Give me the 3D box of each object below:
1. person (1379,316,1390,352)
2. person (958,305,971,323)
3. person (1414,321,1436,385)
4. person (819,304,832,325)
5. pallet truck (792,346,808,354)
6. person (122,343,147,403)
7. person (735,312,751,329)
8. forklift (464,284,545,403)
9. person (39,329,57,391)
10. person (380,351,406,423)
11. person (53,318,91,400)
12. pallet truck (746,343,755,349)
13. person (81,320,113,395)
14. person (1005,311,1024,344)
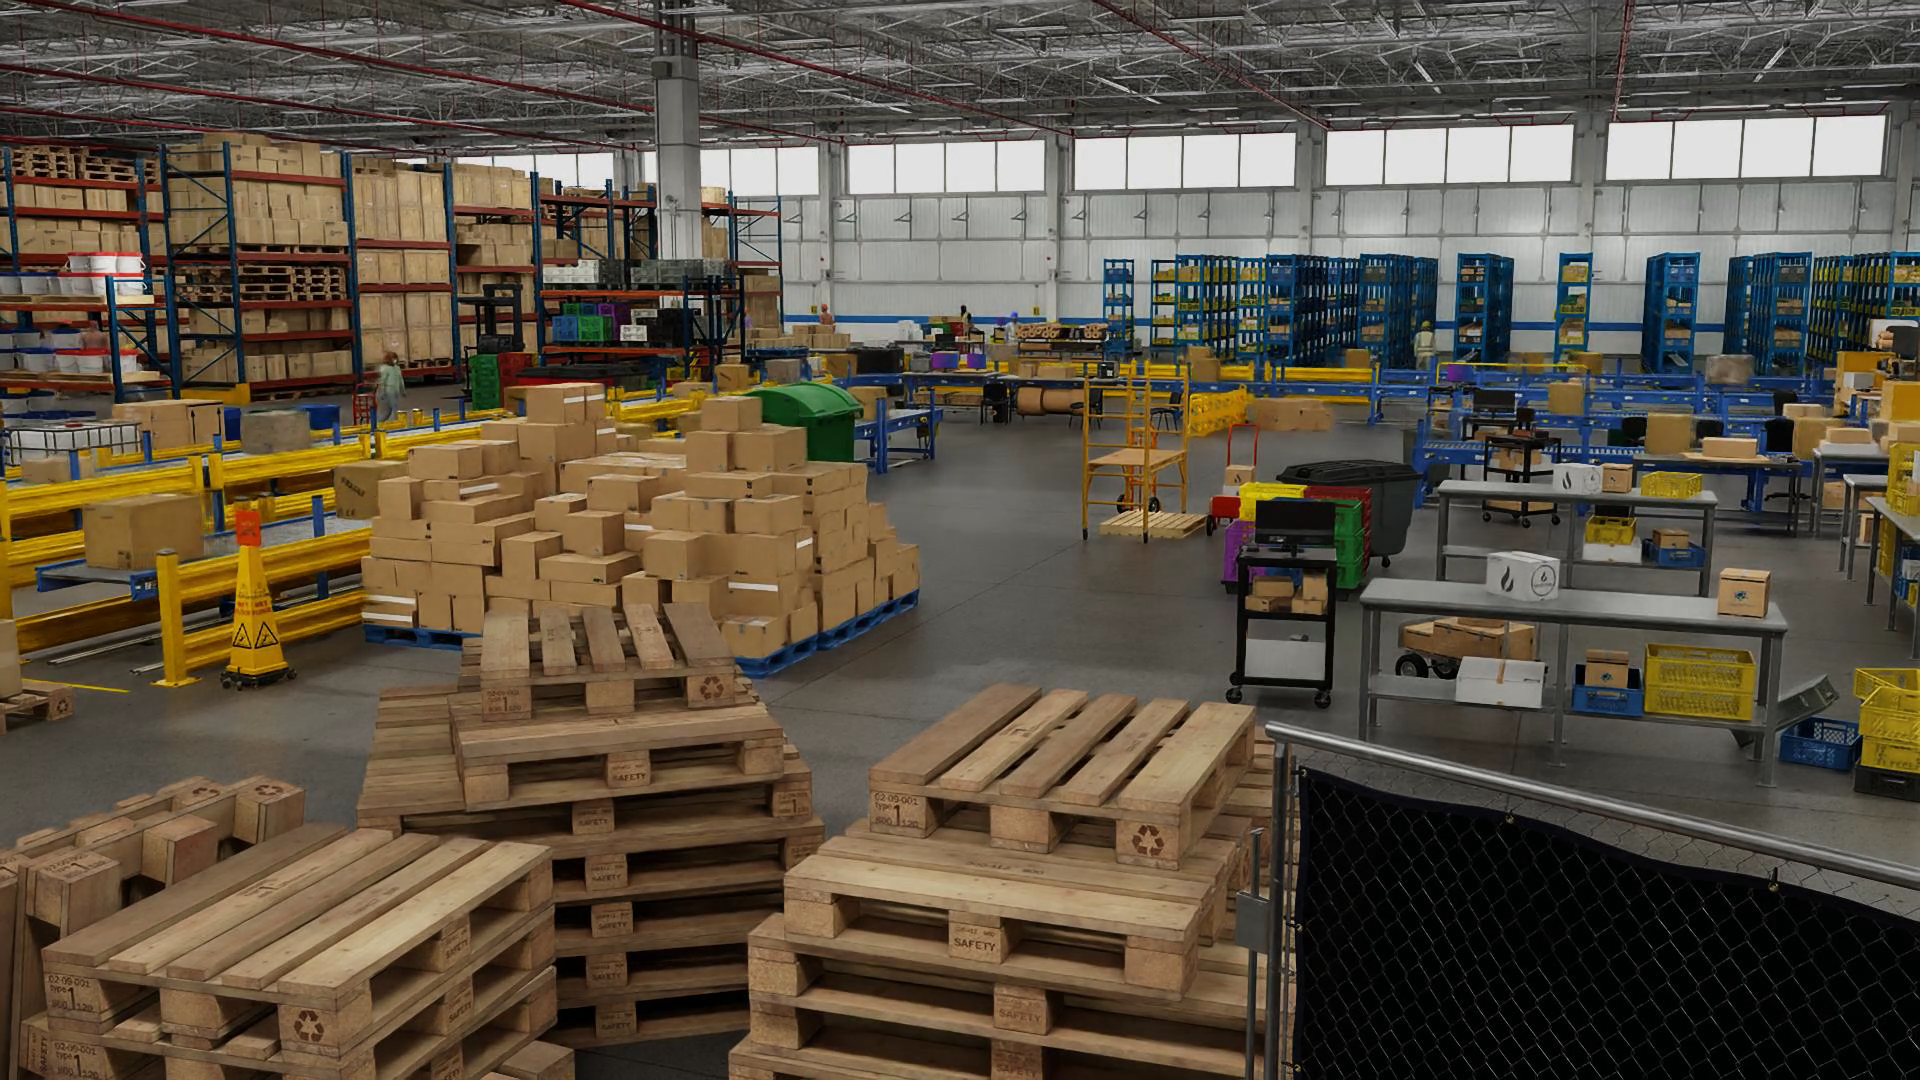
[{"bbox_3d":[15.174,-7.327,59.425,0.873,1.807,0.584,2,9,13],"label":"person"},{"bbox_3d":[0.155,-8.522,66.858,0.632,1.840,0.429,7,12,39],"label":"person"},{"bbox_3d":[12.647,-5.058,45.290,0.623,1.779,0.937,0,9,3],"label":"person"},{"bbox_3d":[-4.935,-7.630,60.770,0.391,1.992,0.623,7,12,39],"label":"person"},{"bbox_3d":[-3.705,-4.298,42.022,0.653,1.274,1.630,3,10,20],"label":"pallet truck"},{"bbox_3d":[-14.785,-2.603,29.761,0.597,1.816,0.421,2,9,15],"label":"person"},{"bbox_3d":[-7.669,-7.234,58.633,0.569,1.878,1.008,4,10,23],"label":"person"},{"bbox_3d":[-10.832,-4.702,39.610,1.129,2.768,1.873,3,10,20],"label":"forklift"},{"bbox_3d":[-19.616,-3.551,35.434,0.665,1.913,0.648,3,10,18],"label":"person"},{"bbox_3d":[-10.882,-2.823,31.842,0.839,1.593,0.511,4,10,22],"label":"person"},{"bbox_3d":[-21.690,-4.407,40.554,0.673,1.973,1.082,4,10,25],"label":"person"},{"bbox_3d":[-6.183,-4.618,44.264,1.601,1.201,0.680,-9,12,-43],"label":"pallet truck"},{"bbox_3d":[-21.781,-4.596,42.001,0.652,1.905,0.405,0,9,-1],"label":"person"},{"bbox_3d":[1.671,-6.021,50.857,0.637,1.932,0.477,-3,9,-16],"label":"person"}]
